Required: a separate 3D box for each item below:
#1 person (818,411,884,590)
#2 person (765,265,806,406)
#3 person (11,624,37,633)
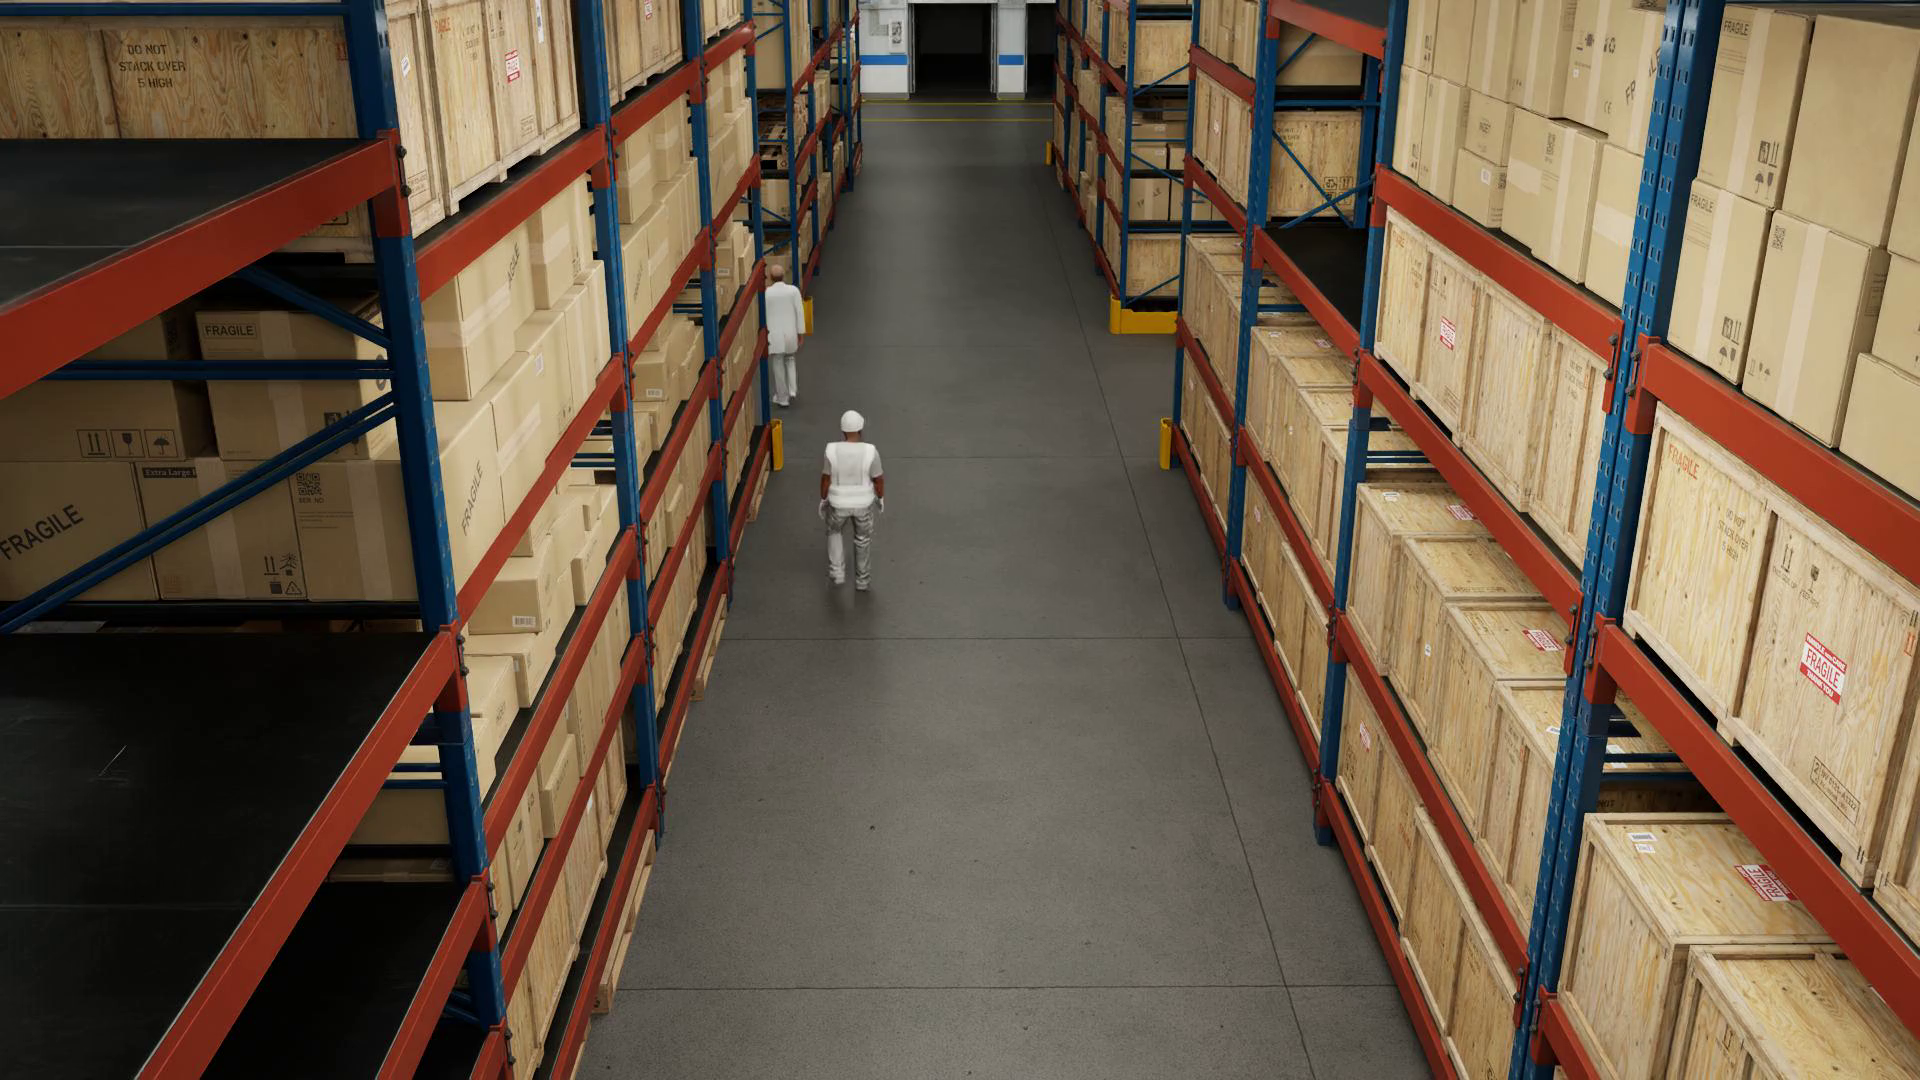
[{"bbox_3d":[-1.000,-0.366,15.342,0.607,1.783,0.549,-1,22,-1],"label":"person"},{"bbox_3d":[-2.272,-2.595,21.053,0.589,1.802,0.545,-9,23,-22],"label":"person"},{"bbox_3d":[-6.621,1.121,11.666,0.585,1.769,0.962,-4,22,-10],"label":"person"}]
